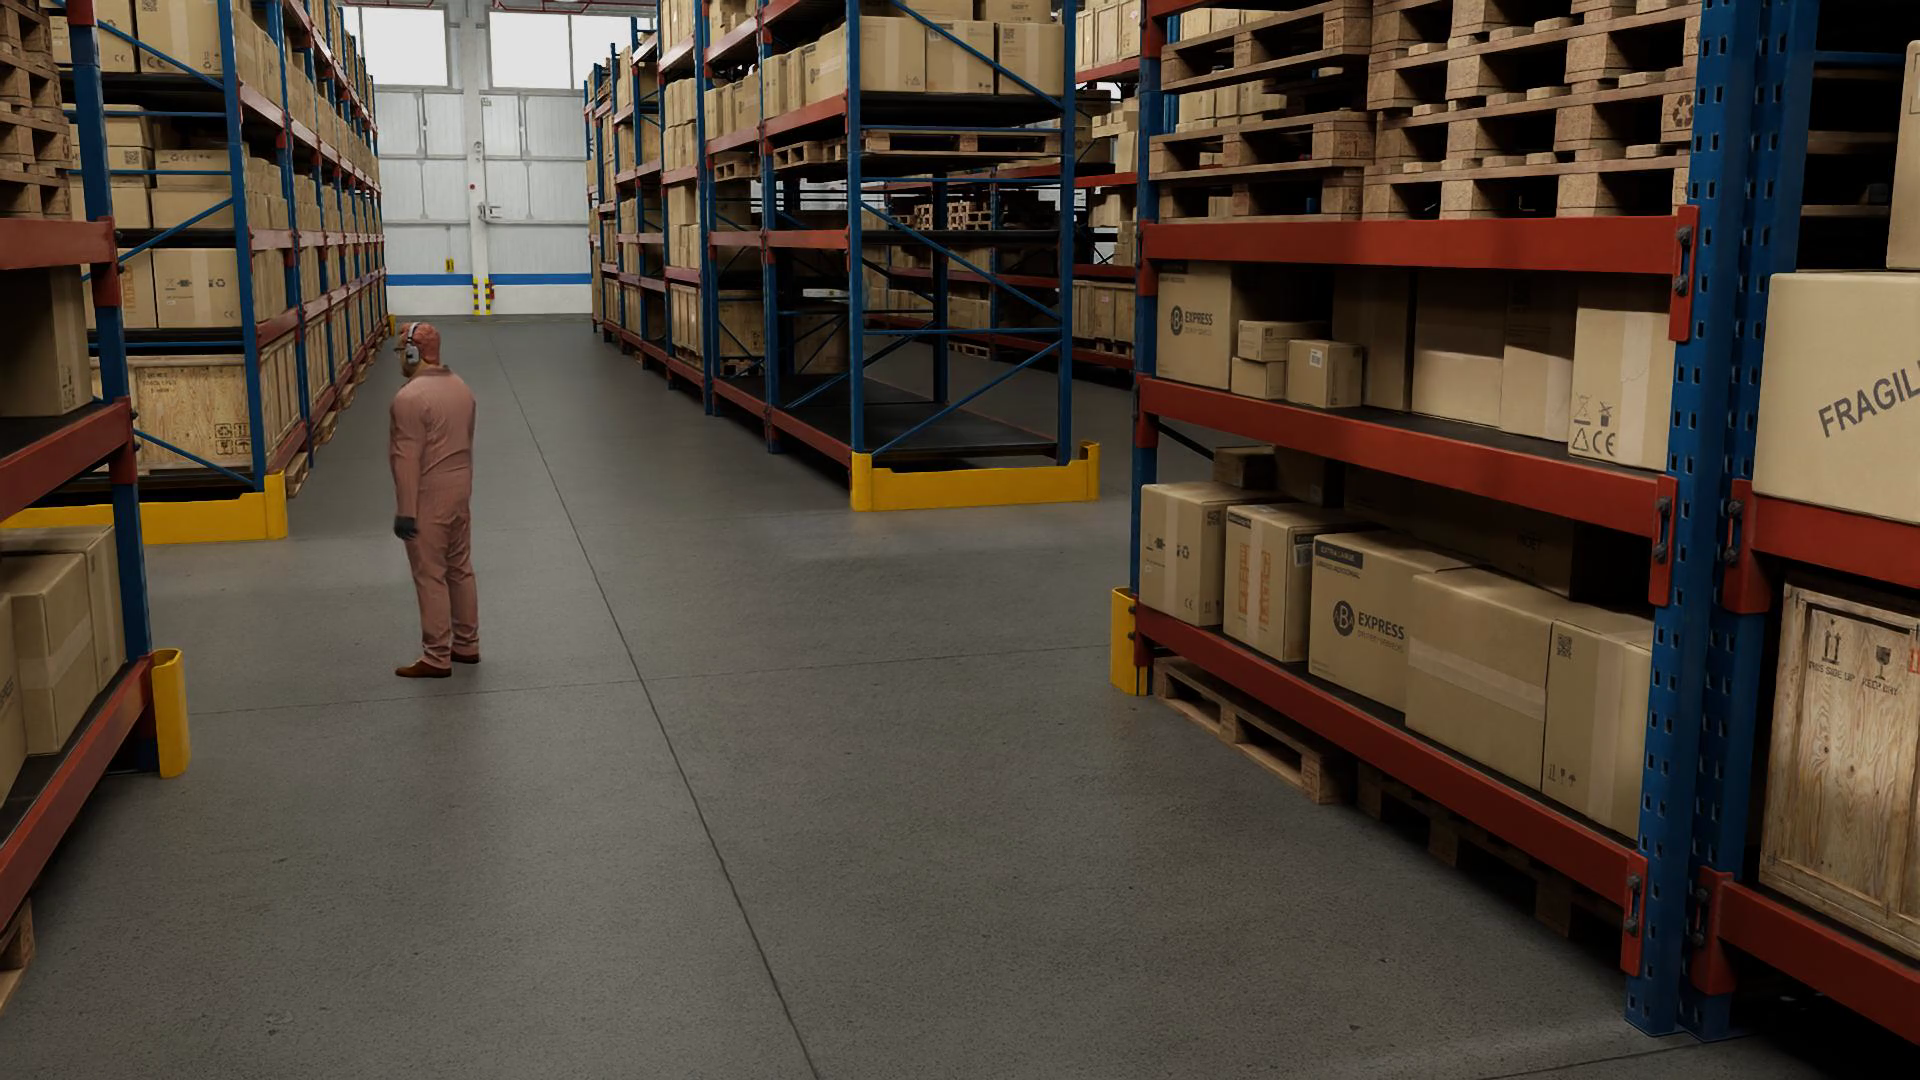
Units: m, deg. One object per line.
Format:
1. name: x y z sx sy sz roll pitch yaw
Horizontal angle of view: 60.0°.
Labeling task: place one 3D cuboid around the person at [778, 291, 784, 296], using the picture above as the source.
1. person: -4.594 -6.265 41.863 0.642 1.982 0.435 -4 11 -22

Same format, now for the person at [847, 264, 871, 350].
1. person: -2.117 -4.896 34.822 0.606 1.817 0.478 -8 13 -37

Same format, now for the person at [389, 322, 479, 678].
1. person: -2.850 -0.215 8.954 0.399 1.900 0.645 2 11 12
